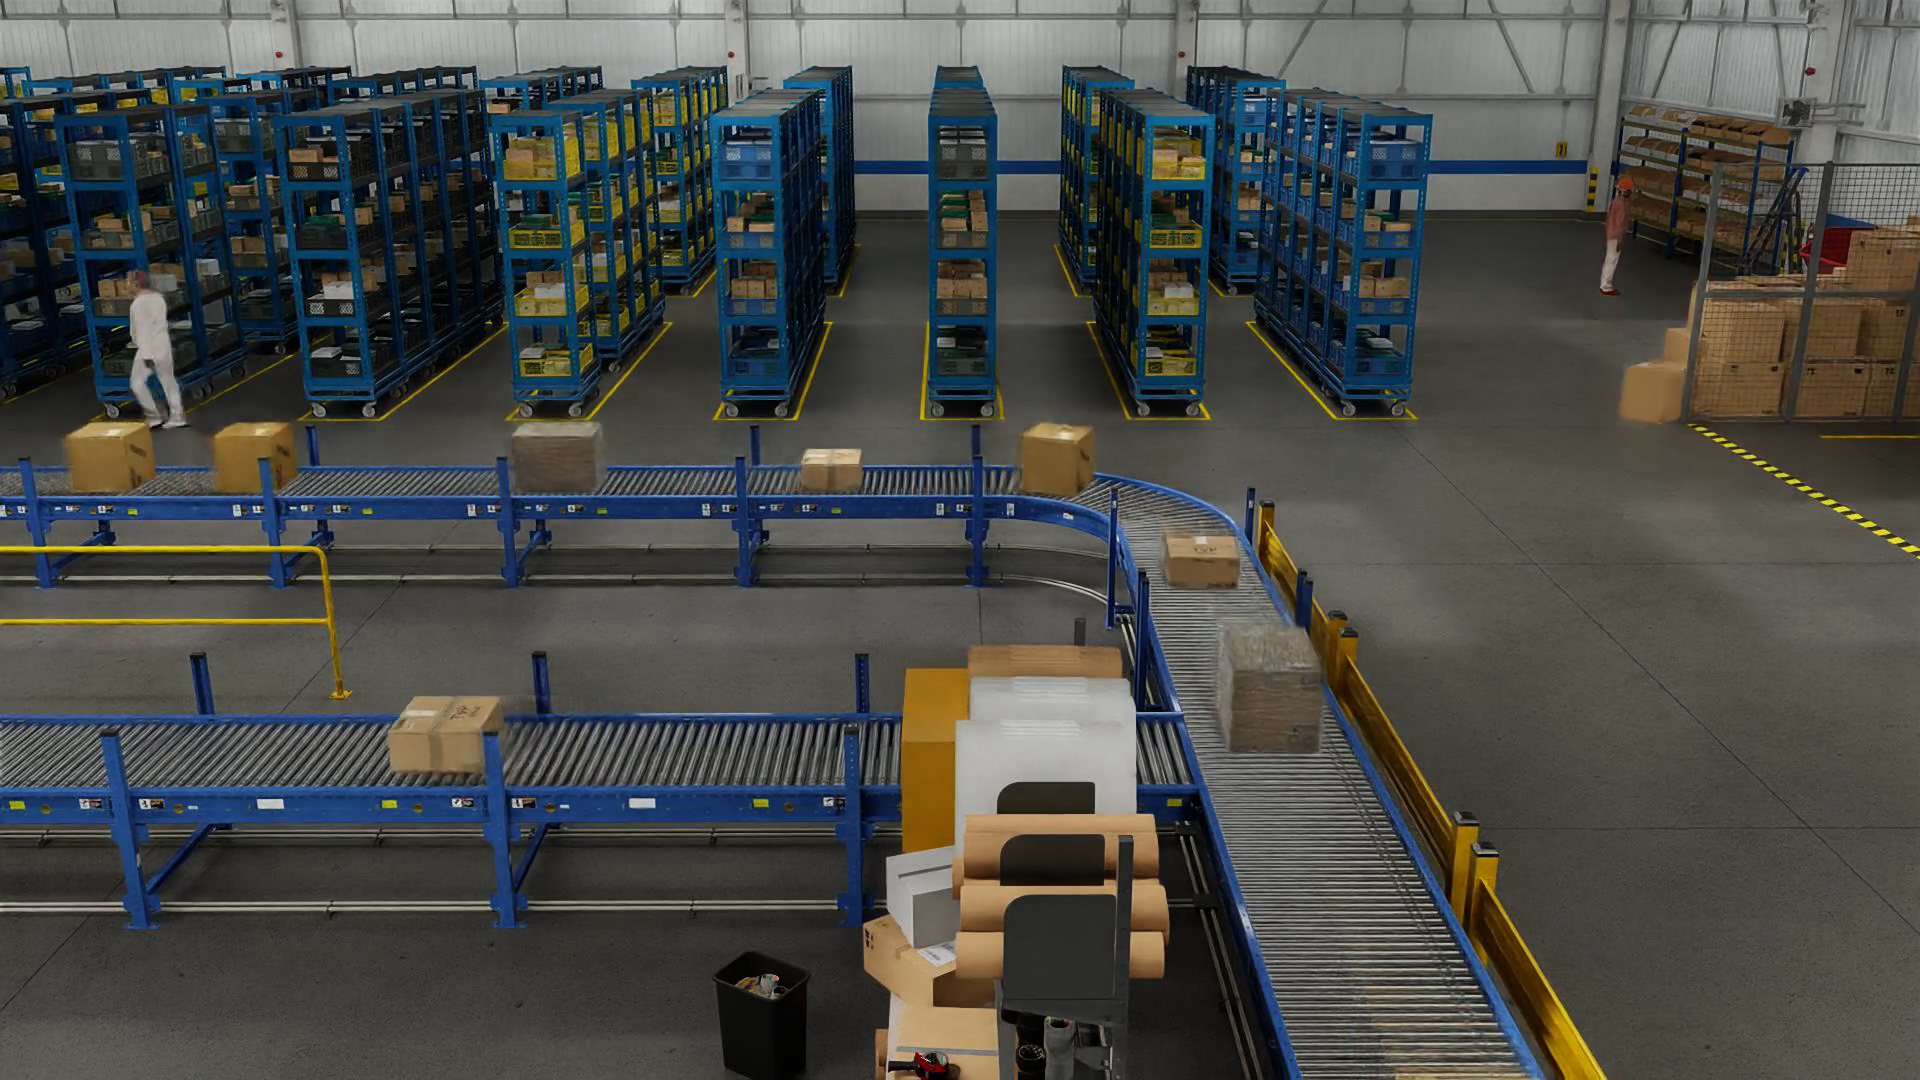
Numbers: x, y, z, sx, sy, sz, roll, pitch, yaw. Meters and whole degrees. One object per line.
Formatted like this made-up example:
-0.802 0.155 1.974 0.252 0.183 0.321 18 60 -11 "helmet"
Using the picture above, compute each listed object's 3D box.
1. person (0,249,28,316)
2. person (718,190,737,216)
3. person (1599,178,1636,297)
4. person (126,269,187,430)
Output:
-14.960 -4.231 25.713 0.666 1.824 0.575 -6 19 -18 "person"
-5.147 -7.502 35.821 0.805 1.801 0.627 -4 18 -11 "person"
11.162 -5.131 28.244 0.401 1.987 0.609 2 18 7 "person"
-9.449 -2.204 19.372 0.627 1.890 0.648 0 18 1 "person"
